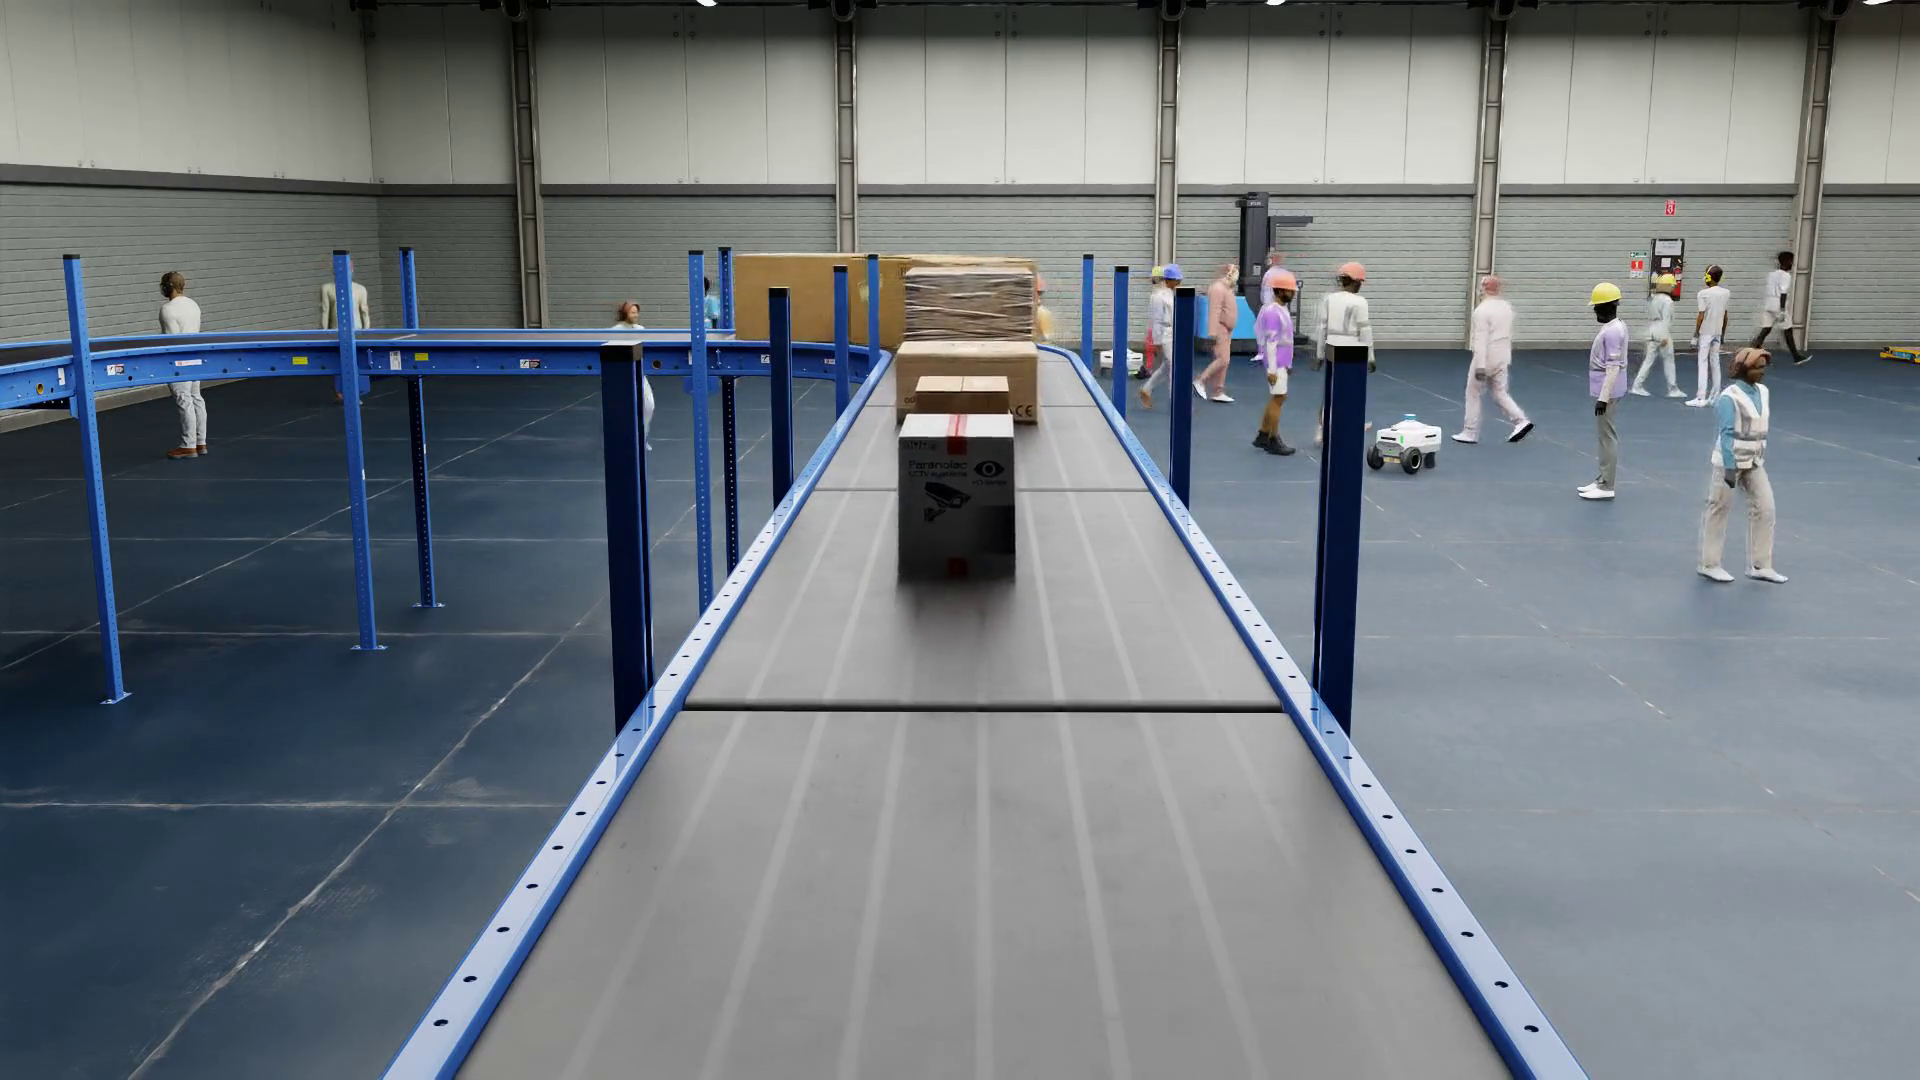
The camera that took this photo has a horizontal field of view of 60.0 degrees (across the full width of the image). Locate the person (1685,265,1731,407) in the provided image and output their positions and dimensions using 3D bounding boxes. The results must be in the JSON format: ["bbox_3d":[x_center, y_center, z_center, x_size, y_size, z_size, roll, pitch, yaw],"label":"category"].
[{"bbox_3d":[9.960,-2.716,22.122,0.512,1.873,0.328,-4,12,-18],"label":"person"}]

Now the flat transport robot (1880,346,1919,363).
[{"bbox_3d":[16.776,-3.238,29.036,0.652,0.197,1.431,0,11,1],"label":"flat transport robot"}]

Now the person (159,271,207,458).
[{"bbox_3d":[-8.168,-1.840,17.447,0.372,1.940,0.629,0,11,1],"label":"person"}]

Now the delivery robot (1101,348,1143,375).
[{"bbox_3d":[2.515,-2.820,25.913,0.477,0.478,0.707,-8,14,-35],"label":"delivery robot"}]

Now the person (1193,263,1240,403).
[{"bbox_3d":[3.520,-2.812,22.610,0.497,1.873,0.720,4,12,20],"label":"person"}]

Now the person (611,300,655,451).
[{"bbox_3d":[-3.468,-1.712,17.595,0.404,1.627,0.525,9,14,38],"label":"person"}]

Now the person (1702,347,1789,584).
[{"bbox_3d":[5.381,-0.487,11.303,0.552,1.613,0.665,-7,13,-31],"label":"person"}]

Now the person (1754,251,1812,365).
[{"bbox_3d":[13.940,-3.920,28.189,1.008,1.908,0.647,0,11,-2],"label":"person"}]

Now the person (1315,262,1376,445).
[{"bbox_3d":[4.320,-2.054,18.393,0.989,1.993,0.619,-6,12,-27],"label":"person"}]

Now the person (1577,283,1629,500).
[{"bbox_3d":[5.750,-1.326,14.858,0.381,1.918,0.584,4,12,21],"label":"person"}]

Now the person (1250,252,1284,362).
[{"bbox_3d":[5.295,-3.997,28.653,0.634,1.886,0.686,9,14,38],"label":"person"}]

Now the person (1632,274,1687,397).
[{"bbox_3d":[9.831,-2.856,23.322,0.764,1.725,0.503,-1,11,-6],"label":"person"}]

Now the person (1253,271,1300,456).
[{"bbox_3d":[3.396,-1.887,17.726,0.408,1.942,0.551,5,12,22],"label":"person"}]

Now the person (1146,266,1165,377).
[{"bbox_3d":[3.193,-3.432,26.142,0.779,1.742,0.527,-3,11,-14],"label":"person"}]

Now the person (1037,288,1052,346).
[{"bbox_3d":[0.697,-1.903,18.206,0.555,1.785,1.036,8,14,37],"label":"person"}]

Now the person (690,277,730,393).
[{"bbox_3d":[-3.621,-2.984,24.029,0.545,1.674,0.795,8,14,36],"label":"person"}]

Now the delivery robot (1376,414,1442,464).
[{"bbox_3d":[4.497,-1.015,16.642,0.707,0.478,0.477,-9,14,-39],"label":"delivery robot"}]

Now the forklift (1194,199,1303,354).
[{"bbox_3d":[5.313,-4.851,30.603,1.873,2.768,1.129,0,11,1],"label":"forklift"}]

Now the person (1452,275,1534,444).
[{"bbox_3d":[5.933,-1.984,18.390,0.690,1.867,0.832,-8,14,-37],"label":"person"}]

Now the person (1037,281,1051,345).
[{"bbox_3d":[0.635,-1.764,17.133,0.885,1.897,0.574,-3,12,-17],"label":"person"}]

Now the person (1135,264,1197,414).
[{"bbox_3d":[2.644,-2.591,21.380,0.927,1.919,0.602,8,13,35],"label":"person"}]

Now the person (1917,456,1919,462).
[{"bbox_3d":[9.641,-1.497,15.801,0.552,1.889,0.975,-9,14,-39],"label":"person"}]

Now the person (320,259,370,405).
[{"bbox_3d":[-8.228,-2.802,22.277,0.636,1.980,0.513,-7,13,-30],"label":"person"}]
